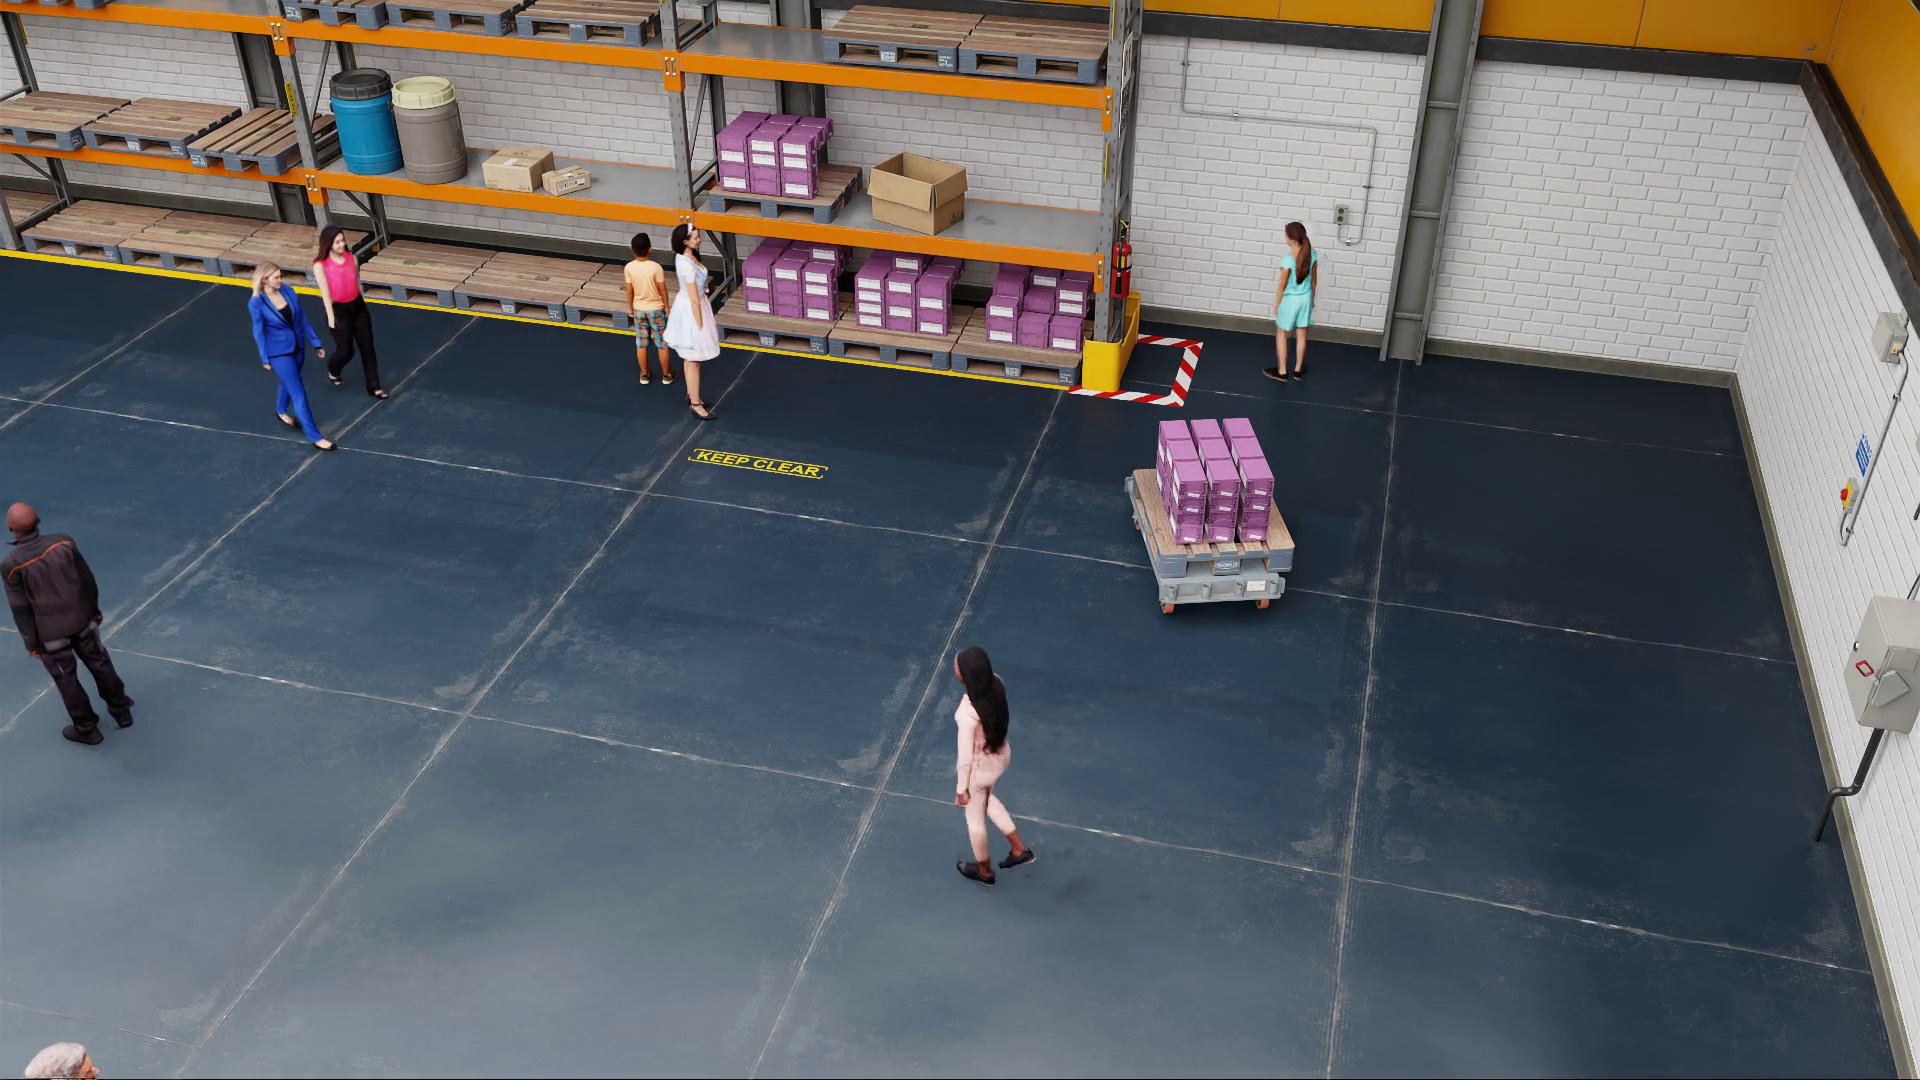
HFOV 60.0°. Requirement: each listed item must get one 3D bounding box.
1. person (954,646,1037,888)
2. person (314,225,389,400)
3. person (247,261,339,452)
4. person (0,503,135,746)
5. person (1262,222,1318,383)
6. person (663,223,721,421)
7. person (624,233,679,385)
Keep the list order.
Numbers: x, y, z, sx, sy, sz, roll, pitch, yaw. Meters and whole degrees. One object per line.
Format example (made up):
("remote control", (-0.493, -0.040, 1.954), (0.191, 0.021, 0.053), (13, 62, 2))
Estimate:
("person", (0.212, 1.360, 9.737), (0.819, 1.700, 0.748), (14, 36, 21))
("person", (-5.522, -2.021, 14.872), (0.926, 1.646, 0.767), (22, 39, 29))
("person", (-5.823, -1.606, 14.238), (1.146, 1.658, 0.743), (16, 37, 23))
("person", (-5.864, 0.539, 10.859), (0.738, 1.826, 0.781), (22, 40, 30))
("person", (3.109, -2.181, 15.199), (0.656, 1.551, 0.766), (-3, 34, -5))
("person", (-2.337, -1.918, 14.564), (0.884, 1.815, 0.840), (-8, 34, -12))
("person", (-2.839, -2.106, 15.167), (0.494, 1.461, 0.634), (1, 34, 1))
